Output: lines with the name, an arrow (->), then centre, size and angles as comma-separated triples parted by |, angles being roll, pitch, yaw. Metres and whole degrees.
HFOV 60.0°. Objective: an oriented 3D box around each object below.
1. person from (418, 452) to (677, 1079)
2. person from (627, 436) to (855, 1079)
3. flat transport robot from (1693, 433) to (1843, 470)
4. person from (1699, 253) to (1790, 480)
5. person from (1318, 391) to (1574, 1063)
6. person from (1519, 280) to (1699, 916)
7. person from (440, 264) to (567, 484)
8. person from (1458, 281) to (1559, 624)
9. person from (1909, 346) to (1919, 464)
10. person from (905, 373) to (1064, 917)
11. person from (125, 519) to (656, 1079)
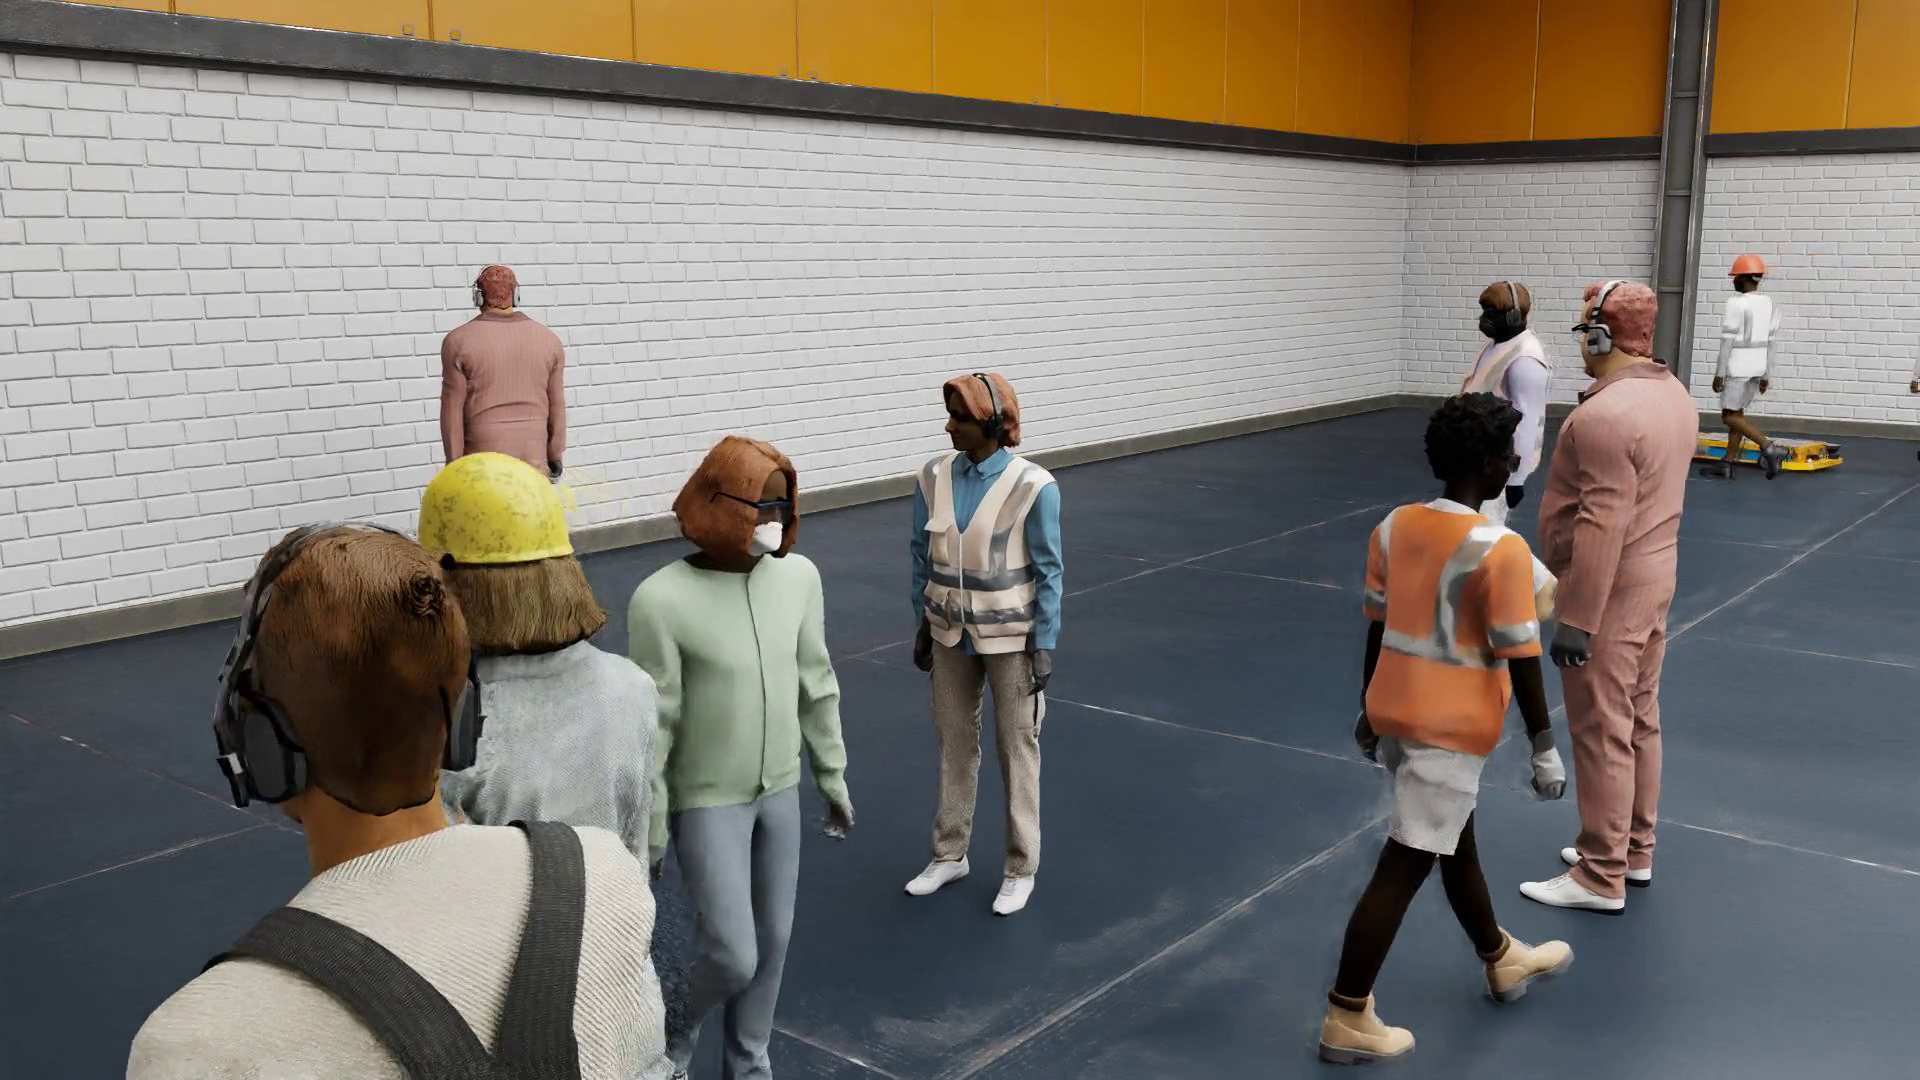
person -> -0.618, 0.732, 2.461 | 0.471, 1.725, 0.492 | 8, 13, 39
person -> -0.479, 0.575, 3.627 | 0.354, 1.617, 0.502 | 9, 14, 41
flat transport robot -> 7.117, -0.816, 15.057 | 0.652, 0.197, 1.431 | -9, 14, -41
person -> 6.585, -1.419, 13.848 | 0.560, 1.921, 0.747 | -6, 12, -31
person -> 1.262, 0.459, 4.139 | 0.865, 1.646, 0.555 | -3, 11, -16
person -> 1.951, 0.173, 5.050 | 0.401, 1.904, 0.648 | 9, 13, 40
person -> -2.333, -0.446, 8.506 | 0.644, 1.900, 0.402 | -7, 13, -36
person -> 2.733, -0.385, 8.360 | 0.722, 1.824, 0.653 | 1, 10, 5
person -> 8.422, -1.412, 14.145 | 0.637, 1.783, 0.917 | -1, 10, -5
person -> 0.075, 0.312, 5.026 | 0.514, 1.636, 0.315 | 7, 12, 33
person -> -0.448, 0.874, 1.501 | 0.964, 1.796, 0.501 | 9, 14, 42
